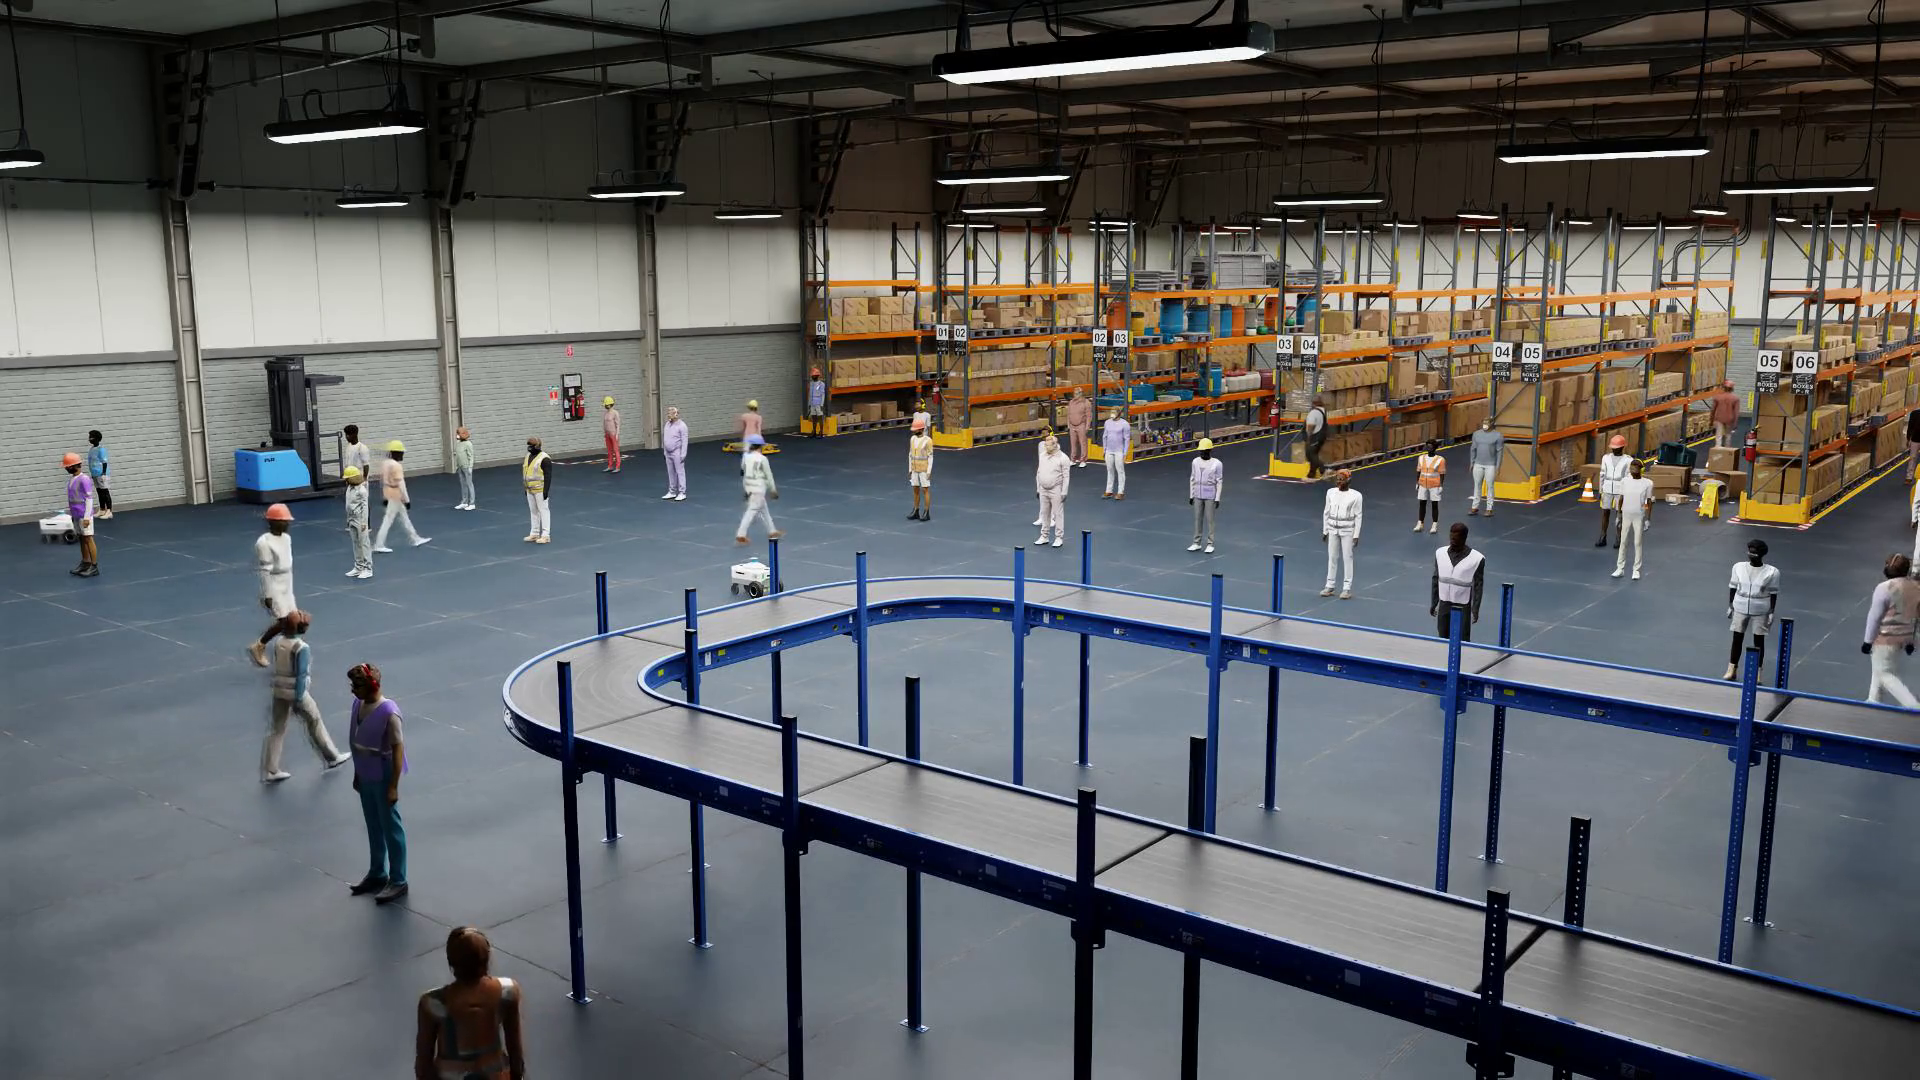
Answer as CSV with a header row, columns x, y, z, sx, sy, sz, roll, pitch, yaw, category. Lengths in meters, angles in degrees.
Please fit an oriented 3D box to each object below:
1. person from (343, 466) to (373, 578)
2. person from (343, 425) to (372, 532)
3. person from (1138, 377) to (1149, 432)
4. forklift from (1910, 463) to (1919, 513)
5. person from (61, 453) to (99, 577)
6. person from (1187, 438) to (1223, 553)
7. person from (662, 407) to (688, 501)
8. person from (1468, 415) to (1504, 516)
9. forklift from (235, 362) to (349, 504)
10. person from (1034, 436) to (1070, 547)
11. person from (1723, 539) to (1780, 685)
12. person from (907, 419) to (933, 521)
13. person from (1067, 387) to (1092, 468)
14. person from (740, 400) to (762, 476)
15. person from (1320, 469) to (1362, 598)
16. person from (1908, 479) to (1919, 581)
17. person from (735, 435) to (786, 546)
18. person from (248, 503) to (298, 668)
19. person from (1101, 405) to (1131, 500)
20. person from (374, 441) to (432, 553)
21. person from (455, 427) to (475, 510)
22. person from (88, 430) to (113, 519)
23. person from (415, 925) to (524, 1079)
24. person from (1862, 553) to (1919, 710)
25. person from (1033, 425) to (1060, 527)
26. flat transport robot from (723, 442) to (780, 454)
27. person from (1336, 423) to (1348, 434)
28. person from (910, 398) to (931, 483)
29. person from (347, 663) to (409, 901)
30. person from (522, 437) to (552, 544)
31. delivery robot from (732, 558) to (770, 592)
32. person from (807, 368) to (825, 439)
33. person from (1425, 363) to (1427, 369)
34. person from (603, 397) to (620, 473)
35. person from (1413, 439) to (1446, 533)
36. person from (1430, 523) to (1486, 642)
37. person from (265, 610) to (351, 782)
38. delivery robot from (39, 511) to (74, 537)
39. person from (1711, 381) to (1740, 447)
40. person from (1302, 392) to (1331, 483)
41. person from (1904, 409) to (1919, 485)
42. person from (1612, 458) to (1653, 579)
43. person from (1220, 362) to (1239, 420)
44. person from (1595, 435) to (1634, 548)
x,y,z,sx,sy,sz,roll,pitch,yaw,category
-9.329,-0.281,24.168,0.484,1.735,0.311,8,13,38,person
-10.882,-1.112,28.210,0.603,1.958,0.381,8,13,38,person
5.184,-3.804,44.274,0.498,1.634,0.279,8,13,38,person
19.034,-1.348,28.998,2.313,2.155,1.214,8,13,37,forklift
-13.659,-0.395,24.264,0.542,1.927,0.374,8,13,38,person
4.111,-0.749,26.255,0.585,1.929,0.370,8,13,38,person
-5.859,-1.769,32.052,0.639,1.911,0.406,8,13,38,person
10.103,-1.433,30.072,0.627,1.941,0.371,8,13,38,person
-13.803,-2.244,32.110,1.129,2.768,1.873,8,13,37,forklift
1.564,-0.838,26.837,0.639,1.902,0.406,8,13,38,person
9.146,0.822,18.077,0.531,1.692,0.320,8,13,38,person
-0.765,-1.332,29.538,0.542,1.927,0.374,8,13,38,person
2.807,-2.679,37.200,0.639,1.902,0.406,8,13,38,person
-4.780,-2.339,35.753,0.518,1.733,0.849,2,10,10,person
5.537,-0.100,22.729,0.573,1.883,0.355,8,13,38,person
14.805,-0.294,23.810,0.573,1.887,0.355,8,13,38,person
-3.509,-0.864,27.036,1.043,1.890,0.612,-7,12,-35,person
-8.112,0.569,18.549,0.543,2.028,0.637,1,10,8,person
3.201,-1.808,32.184,0.627,1.941,0.371,8,13,38,person
-9.465,-0.738,26.354,1.018,1.869,0.618,-7,12,-35,person
-9.766,-1.412,30.811,0.498,1.634,0.279,8,13,38,person
-16.336,-1.244,29.689,0.531,1.698,0.320,8,13,38,person
-2.376,2.704,7.689,0.513,1.617,0.724,-7,12,-35,person
9.839,1.051,16.447,0.627,1.823,0.800,-6,11,-29,person
1.611,-1.186,28.875,0.521,1.874,0.328,8,13,38,person
-5.364,-2.375,40.186,1.431,0.197,0.652,8,13,37,flat transport robot
9.889,-3.319,40.393,0.605,2.045,0.378,8,13,38,person
-0.867,-2.197,34.561,0.521,1.874,0.328,8,13,38,person
-4.456,1.830,11.995,0.563,1.837,0.382,8,13,38,person
-7.359,-0.870,27.179,0.621,1.845,0.429,8,13,38,person
-3.017,0.503,22.928,0.707,0.478,0.477,8,13,37,delivery robot
-3.983,-3.772,43.237,0.542,1.939,0.361,8,13,38,person
15.282,-5.013,51.103,0.458,1.614,0.531,5,11,25,person
-8.088,-2.436,36.233,0.524,1.760,0.328,8,13,38,person
8.464,-0.978,28.193,0.531,1.698,0.320,8,13,38,person
5.688,0.737,17.937,0.587,1.913,0.391,8,13,38,person
-6.246,1.451,14.811,0.515,1.593,0.872,6,12,31,person
-15.619,-0.266,27.254,0.707,0.478,0.477,0,10,0,delivery robot
18.874,-2.946,38.608,0.613,1.948,1.016,5,11,24,person
7.870,-2.243,34.467,0.712,2.000,0.691,8,13,38,person
20.996,-2.179,34.141,0.611,1.985,0.393,8,13,38,person
10.372,-0.333,24.097,0.521,1.865,0.328,8,13,38,person
8.338,-4.568,48.079,0.544,1.803,0.939,7,12,34,person
11.184,-0.832,26.724,0.542,1.927,0.374,8,13,38,person
